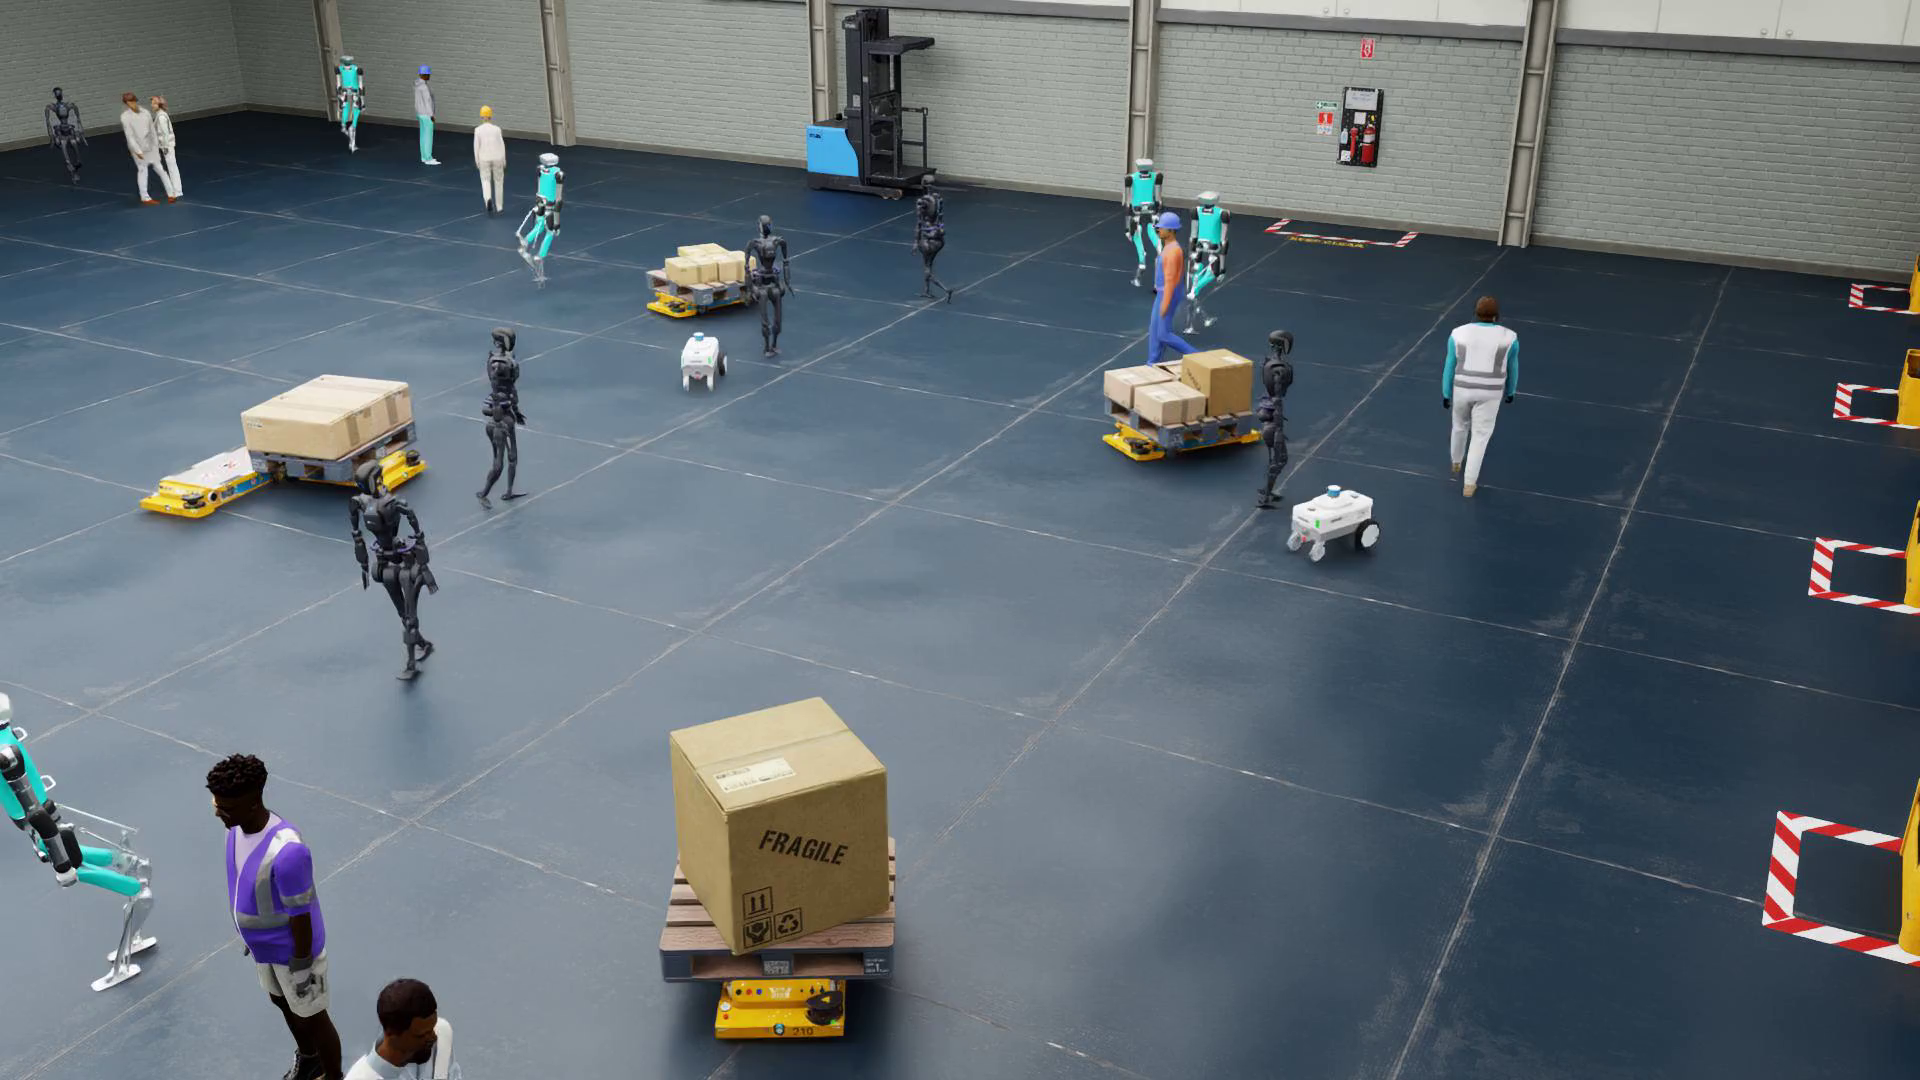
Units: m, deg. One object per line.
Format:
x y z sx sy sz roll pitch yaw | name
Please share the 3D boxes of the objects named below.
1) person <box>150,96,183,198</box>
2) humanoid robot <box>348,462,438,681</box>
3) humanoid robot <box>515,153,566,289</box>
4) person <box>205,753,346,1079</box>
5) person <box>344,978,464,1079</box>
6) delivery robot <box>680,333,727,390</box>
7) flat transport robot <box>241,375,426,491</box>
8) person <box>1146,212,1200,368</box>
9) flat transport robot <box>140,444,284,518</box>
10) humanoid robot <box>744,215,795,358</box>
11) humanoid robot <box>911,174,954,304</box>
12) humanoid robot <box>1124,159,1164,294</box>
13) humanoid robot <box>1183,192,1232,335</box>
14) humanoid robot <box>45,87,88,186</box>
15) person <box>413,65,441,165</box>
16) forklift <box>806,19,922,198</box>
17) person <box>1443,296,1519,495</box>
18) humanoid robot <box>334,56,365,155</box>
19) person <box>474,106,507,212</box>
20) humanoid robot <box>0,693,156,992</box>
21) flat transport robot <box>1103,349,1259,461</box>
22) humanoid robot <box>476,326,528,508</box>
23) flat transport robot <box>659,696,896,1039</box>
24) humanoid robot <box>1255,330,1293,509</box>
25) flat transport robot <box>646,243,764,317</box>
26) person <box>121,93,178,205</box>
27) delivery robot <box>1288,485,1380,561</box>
-13.192 -6.539 27.642 0.304 1.643 0.520 -11 26 -24 | person
-4.063 0.194 11.954 0.612 1.627 0.677 5 24 12 | humanoid robot
-5.601 -4.136 22.080 0.569 1.899 0.775 20 31 39 | humanoid robot
-3.162 1.849 7.729 0.596 1.958 0.371 18 29 36 | person
-1.998 2.484 6.348 0.983 1.865 0.607 7 24 16 | person
-2.880 -2.011 18.471 0.499 0.586 0.773 -1 23 -1 | delivery robot
-5.903 -0.711 15.818 1.431 0.231 0.659 7 24 15 | flat transport robot
2.325 -2.670 18.324 0.704 1.894 0.531 -1 23 -2 | person
-6.828 -0.569 15.487 0.659 0.231 1.431 9 25 20 | flat transport robot
-2.218 -2.941 19.240 0.608 1.650 0.322 -13 27 -28 | humanoid robot
-0.317 -3.904 21.487 0.633 1.631 0.589 14 27 30 | humanoid robot
2.482 -4.048 21.787 0.539 1.779 1.023 -5 24 -12 | humanoid robot
2.848 -3.245 19.886 0.548 1.738 1.042 18 29 36 | humanoid robot
-15.388 -6.959 28.604 0.589 1.641 0.658 -18 29 -35 | humanoid robot
-9.717 -7.744 30.307 0.398 1.764 0.508 -13 26 -28 | person
-1.573 -7.292 27.850 1.873 2.768 1.129 12 26 25 | forklift
4.829 -1.386 15.450 0.640 1.802 0.922 10 25 23 | person
-11.525 -8.123 31.331 0.553 1.879 0.799 0 23 -1 | humanoid robot
-7.438 -6.026 26.400 0.477 1.682 0.527 -6 24 -14 | person
-4.582 1.527 8.733 0.849 1.741 0.558 -20 30 -38 | humanoid robot
2.195 -1.086 16.690 1.431 0.231 0.659 -11 26 -24 | flat transport robot
-4.167 -1.123 15.003 0.463 1.646 0.596 1 23 3 | humanoid robot
-0.956 2.182 9.084 0.659 0.231 1.431 -1 23 -2 | flat transport robot
2.820 -1.077 14.873 0.321 1.650 0.608 3 23 7 | humanoid robot
-3.259 -3.132 21.455 1.431 0.231 0.659 -21 31 -40 | flat transport robot
-13.216 -6.364 27.044 0.452 1.804 0.596 19 30 37 | person
3.197 -0.170 14.218 0.796 0.613 0.499 -15 28 -31 | delivery robot
